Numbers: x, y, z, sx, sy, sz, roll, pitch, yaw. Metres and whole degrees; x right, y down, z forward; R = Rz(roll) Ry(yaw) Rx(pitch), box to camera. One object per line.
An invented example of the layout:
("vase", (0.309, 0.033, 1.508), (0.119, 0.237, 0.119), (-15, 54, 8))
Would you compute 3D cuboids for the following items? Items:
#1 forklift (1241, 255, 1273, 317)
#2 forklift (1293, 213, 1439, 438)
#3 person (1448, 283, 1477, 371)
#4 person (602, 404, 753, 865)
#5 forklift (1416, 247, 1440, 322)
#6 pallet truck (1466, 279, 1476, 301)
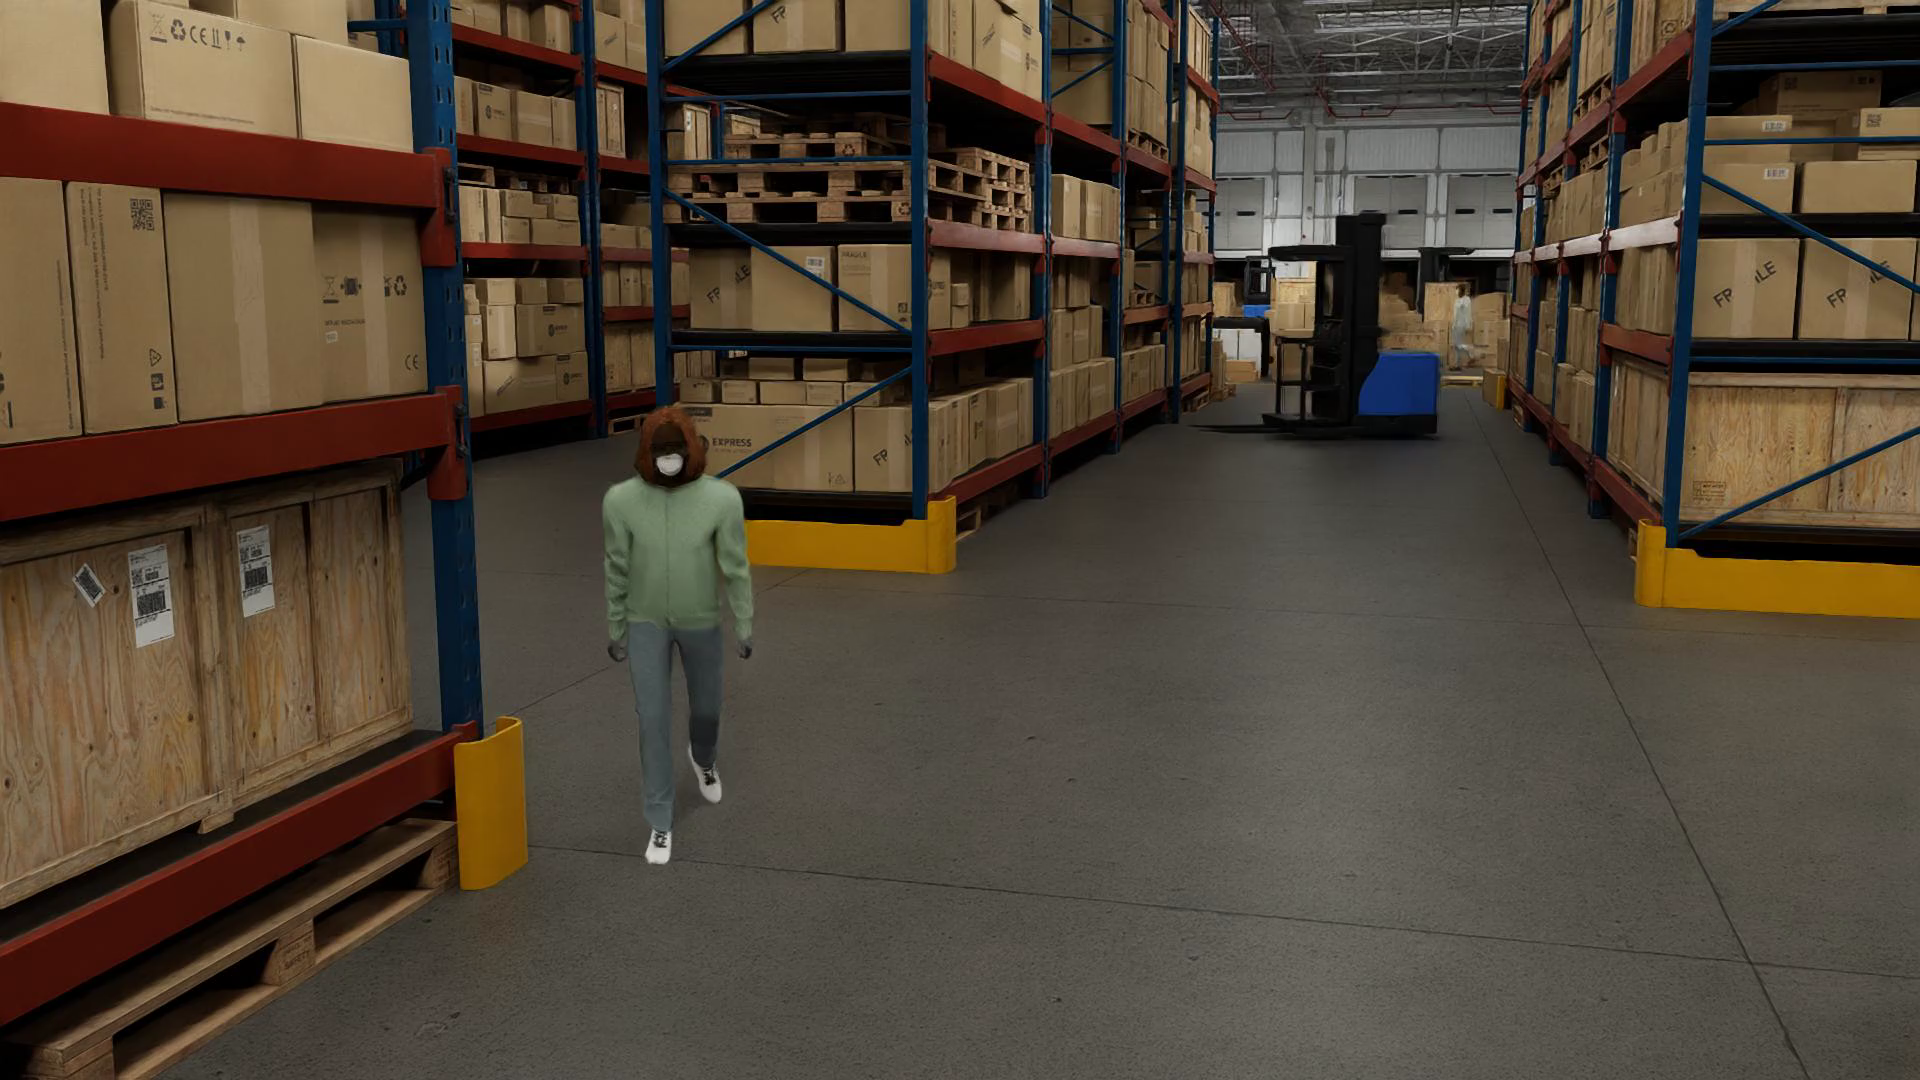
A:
("forklift", (10.551, -8.662, 58.805), (1.129, 2.768, 1.873), (2, 9, 15))
("forklift", (5.038, -2.730, 21.116), (1.873, 2.768, 1.129), (-1, 9, -7))
("person", (10.910, -4.625, 36.186), (0.499, 1.923, 0.633), (0, 9, 0))
("person", (-1.013, 0.288, 6.008), (0.518, 1.598, 0.747), (-1, 9, -8))
("forklift", (12.210, -6.239, 43.408), (1.873, 2.768, 1.129), (5, 10, 30))
("pallet truck", (18.896, -8.459, 60.307), (1.885, 1.965, 0.823), (5, 10, 31))
